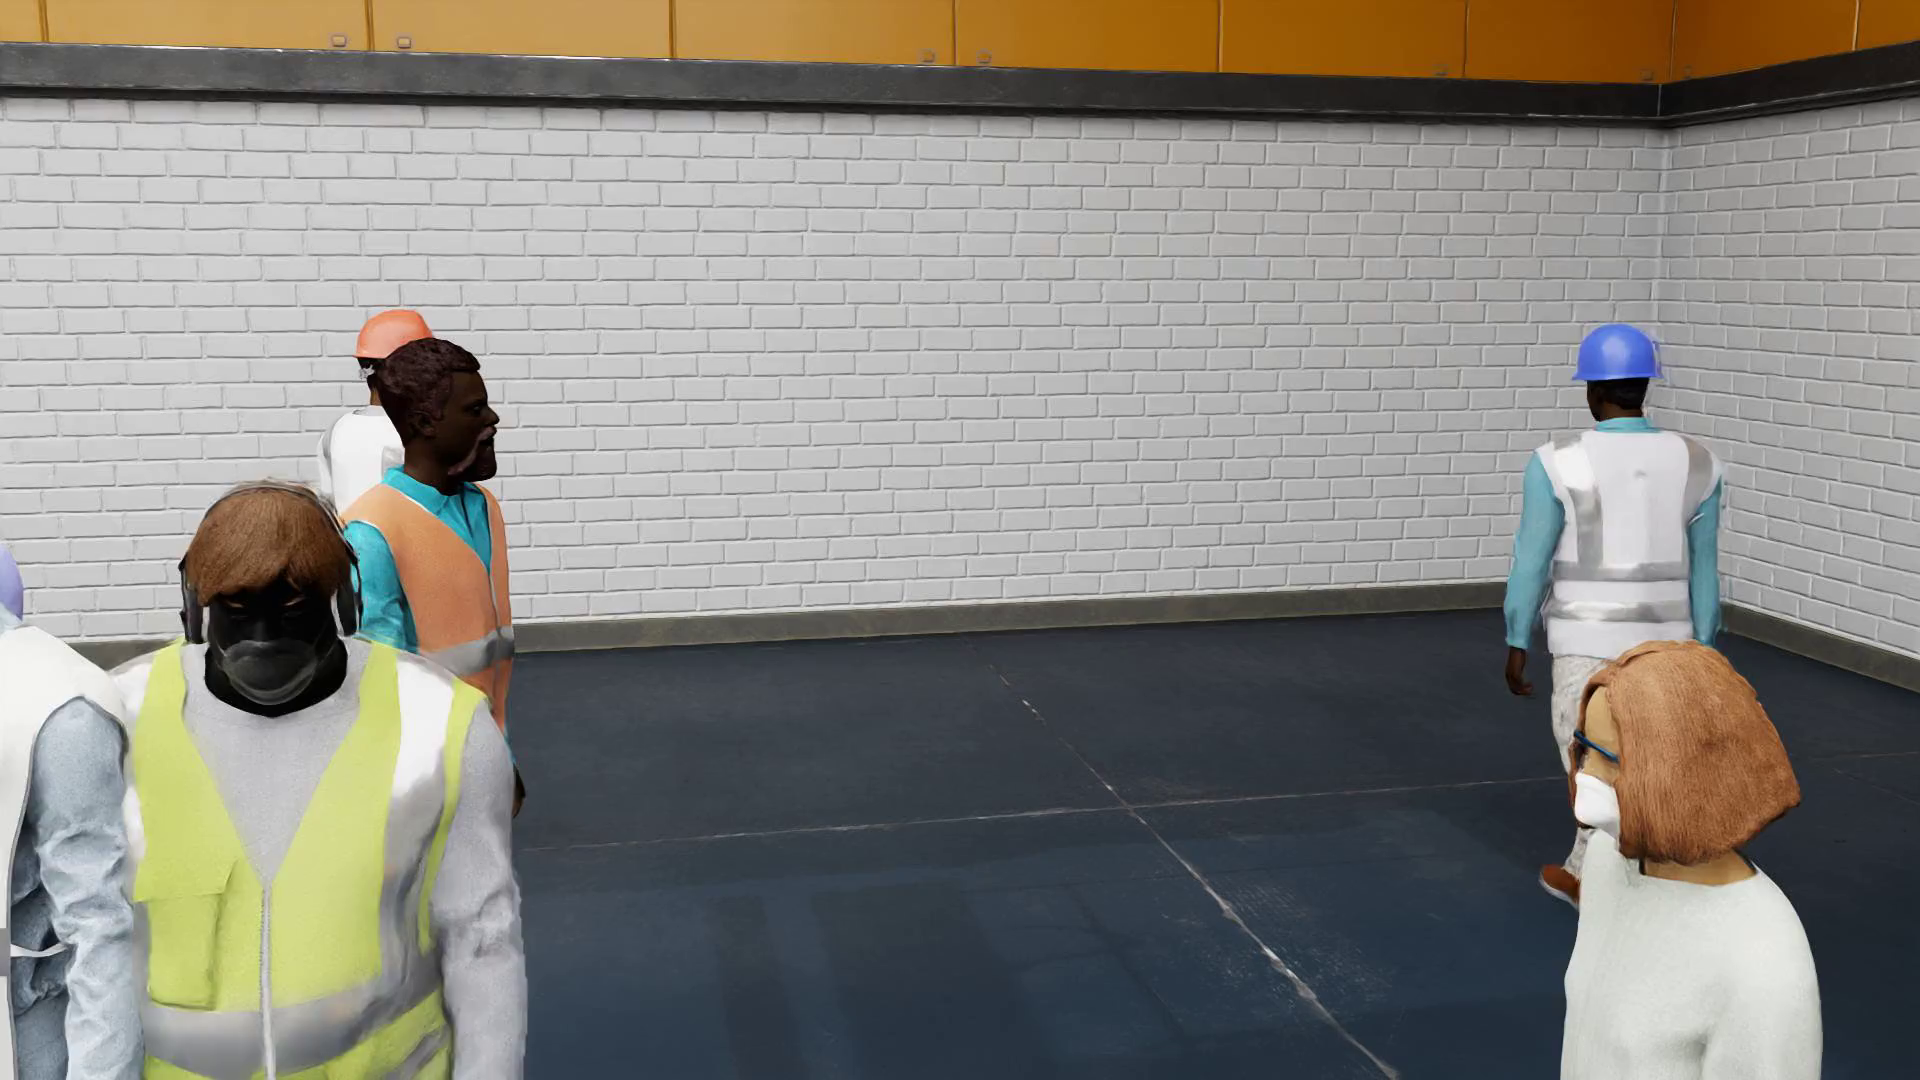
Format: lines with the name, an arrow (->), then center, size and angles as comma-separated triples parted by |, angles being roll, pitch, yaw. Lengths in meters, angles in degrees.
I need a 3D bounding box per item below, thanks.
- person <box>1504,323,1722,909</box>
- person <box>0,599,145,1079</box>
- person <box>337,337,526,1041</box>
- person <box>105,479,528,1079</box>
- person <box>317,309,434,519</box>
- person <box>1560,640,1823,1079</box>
person -> 2.000, 0.309, 5.007 | 0.618, 1.914, 0.914 | -1, 9, -5
person -> -1.339, 0.753, 2.255 | 0.596, 1.918, 0.380 | 4, 10, 24
person -> -1.156, 0.515, 3.702 | 0.386, 1.921, 0.595 | 1, 9, 7
person -> -0.913, 0.815, 2.274 | 0.636, 1.784, 0.981 | -3, 10, -18
person -> -1.855, 0.208, 5.537 | 0.548, 1.932, 0.377 | 6, 11, 31
person -> 0.879, 0.925, 2.108 | 0.278, 1.628, 0.505 | 0, 9, -1
